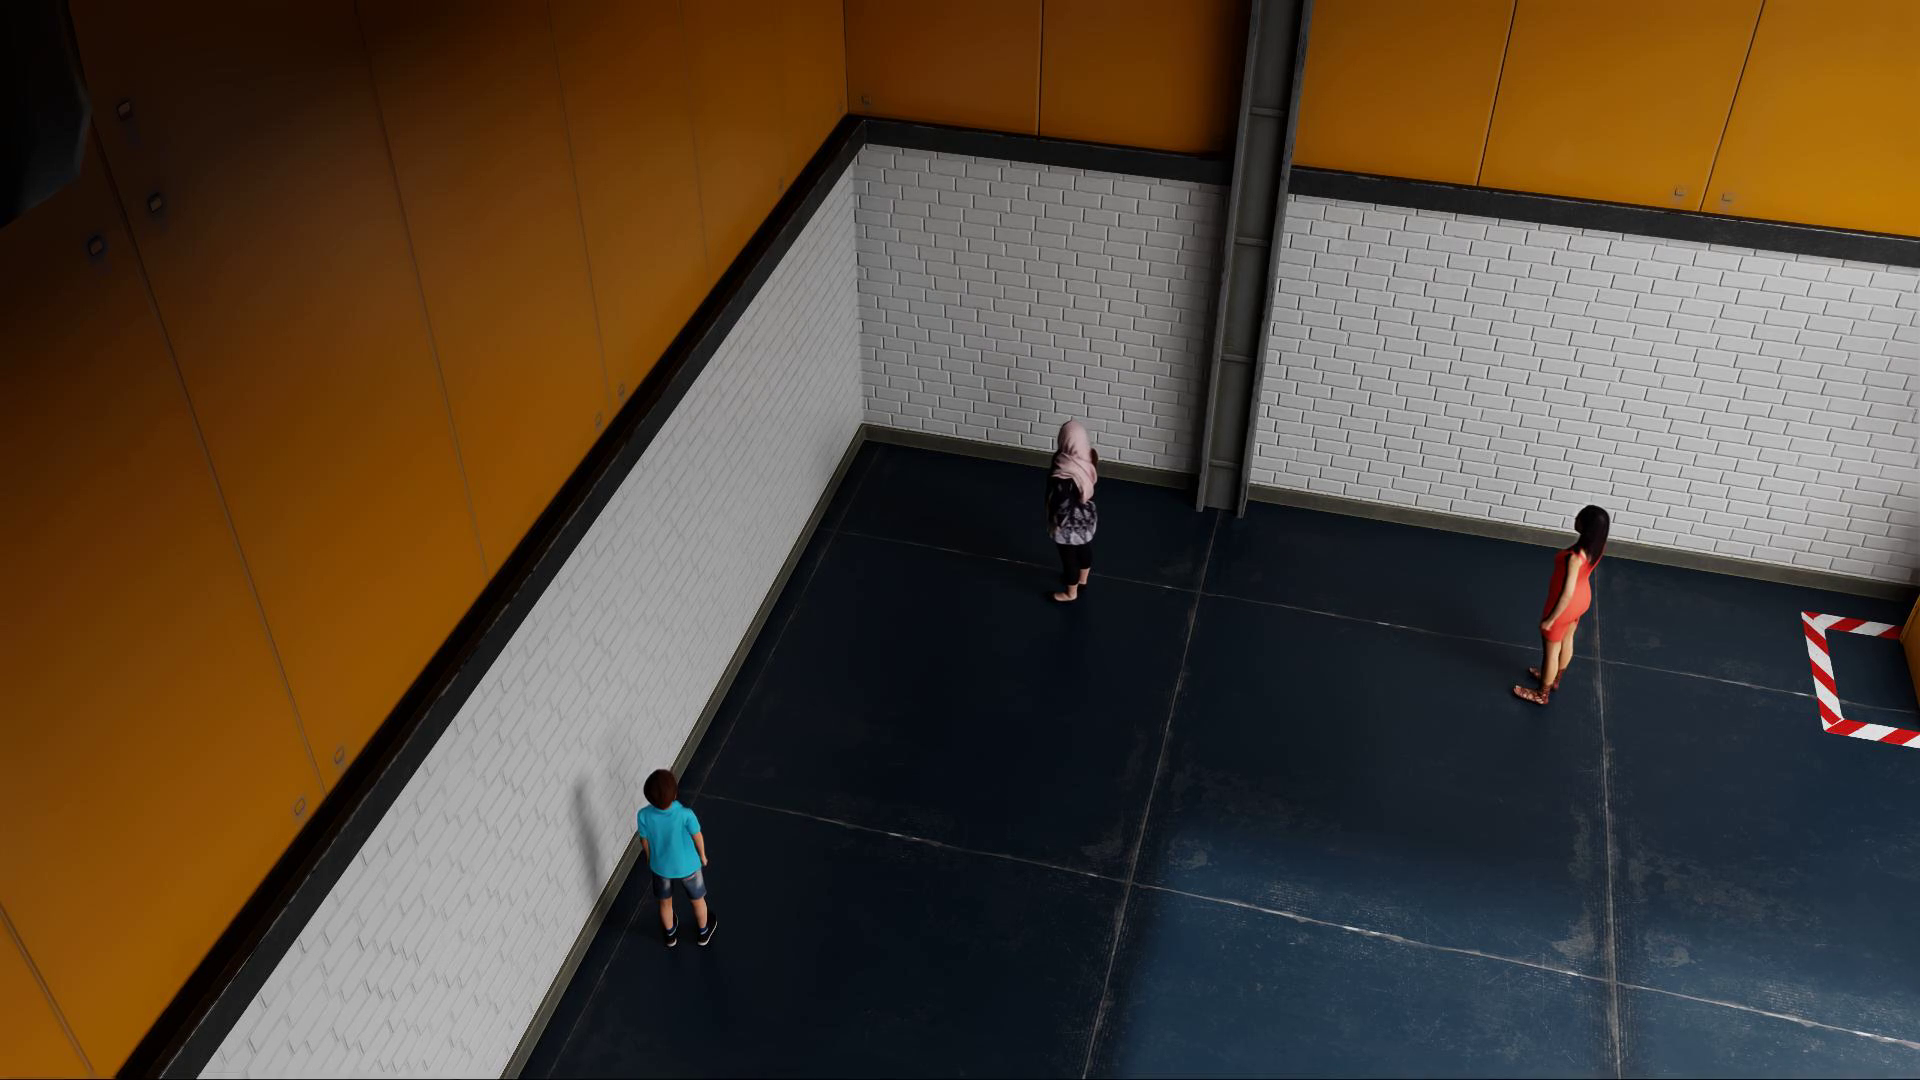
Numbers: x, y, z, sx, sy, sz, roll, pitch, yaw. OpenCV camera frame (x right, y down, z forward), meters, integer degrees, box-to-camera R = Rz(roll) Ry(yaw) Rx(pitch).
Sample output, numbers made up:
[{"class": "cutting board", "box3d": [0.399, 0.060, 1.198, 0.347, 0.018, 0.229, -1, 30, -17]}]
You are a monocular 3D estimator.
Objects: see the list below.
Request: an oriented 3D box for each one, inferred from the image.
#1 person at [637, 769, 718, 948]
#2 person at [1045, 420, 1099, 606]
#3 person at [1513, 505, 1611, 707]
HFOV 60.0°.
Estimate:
[{"class": "person", "box3d": [-1.714, 1.911, 9.981, 0.497, 1.450, 0.627, 0, 39, 0]}, {"class": "person", "box3d": [0.851, -0.212, 12.491, 0.712, 1.635, 0.704, 21, 43, 25]}, {"class": "person", "box3d": [4.233, 0.451, 11.593, 0.676, 1.719, 0.667, 31, 48, 33]}]
